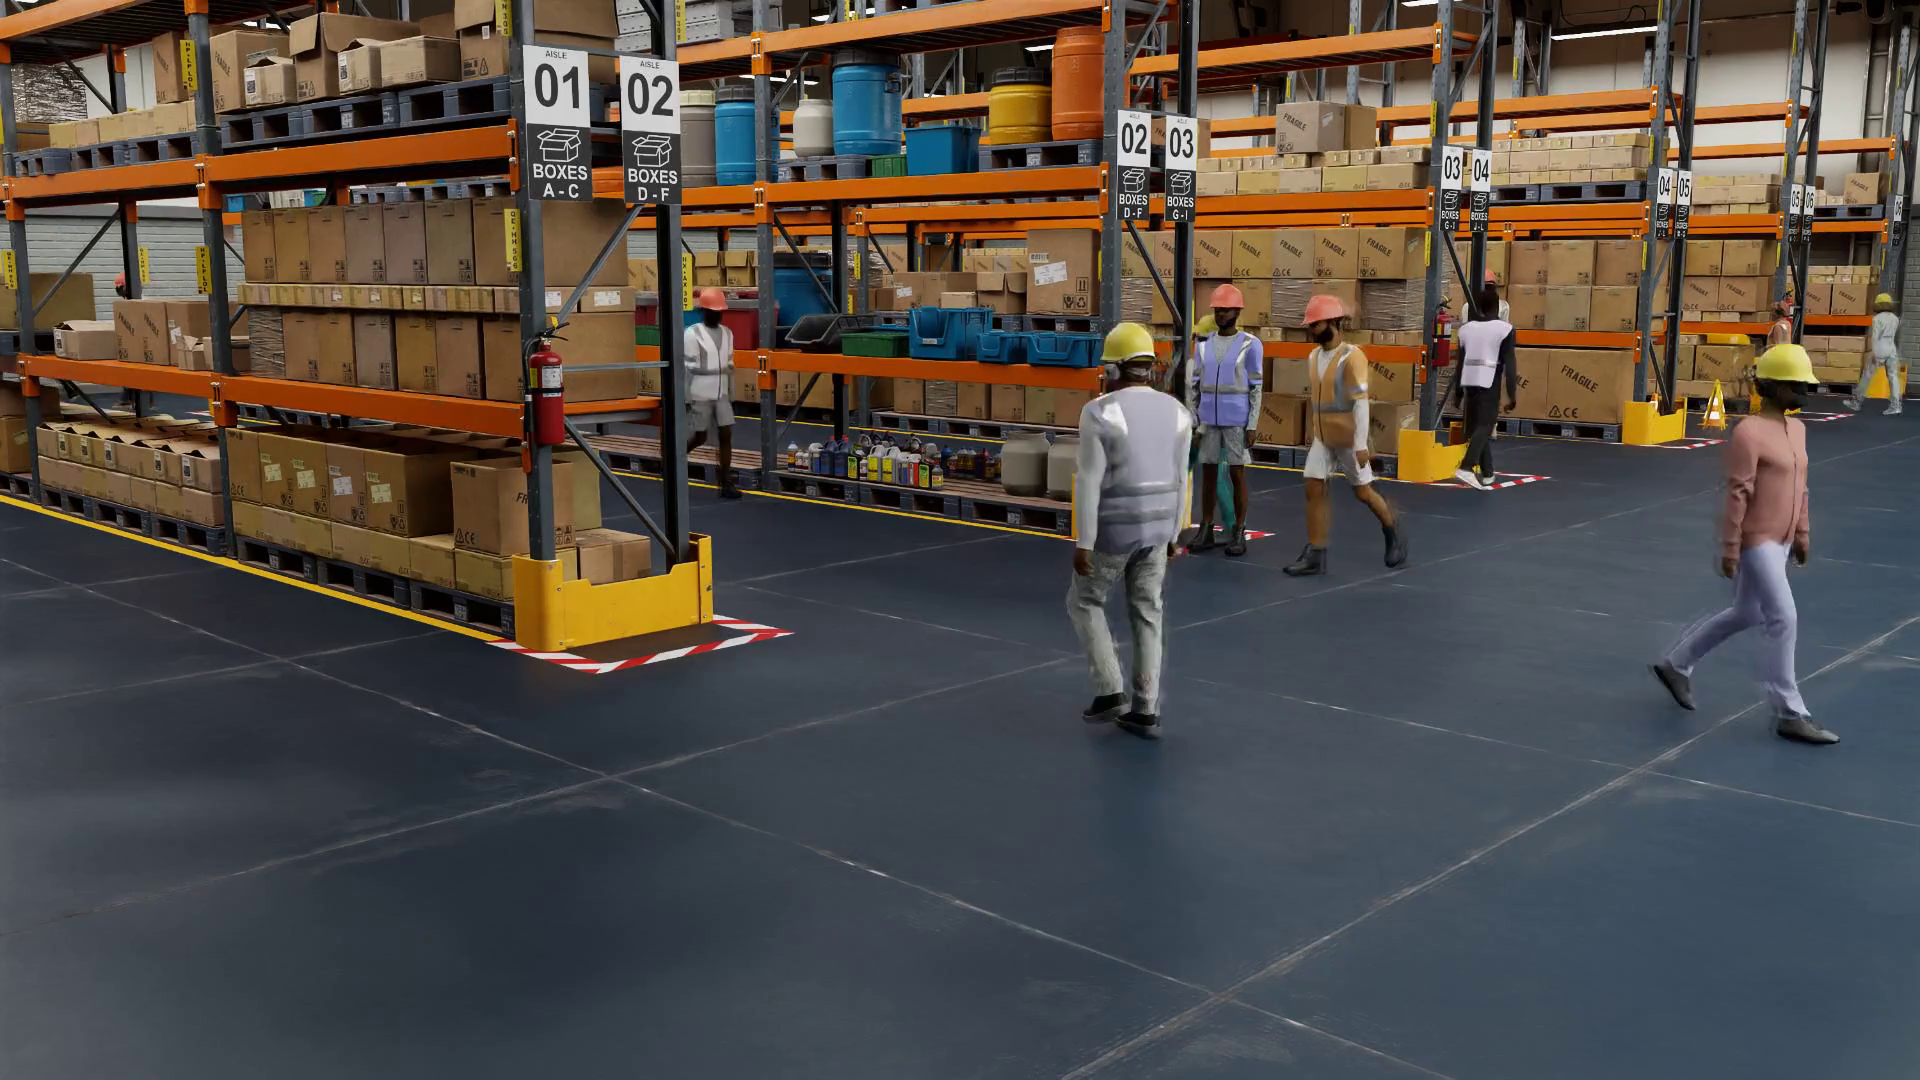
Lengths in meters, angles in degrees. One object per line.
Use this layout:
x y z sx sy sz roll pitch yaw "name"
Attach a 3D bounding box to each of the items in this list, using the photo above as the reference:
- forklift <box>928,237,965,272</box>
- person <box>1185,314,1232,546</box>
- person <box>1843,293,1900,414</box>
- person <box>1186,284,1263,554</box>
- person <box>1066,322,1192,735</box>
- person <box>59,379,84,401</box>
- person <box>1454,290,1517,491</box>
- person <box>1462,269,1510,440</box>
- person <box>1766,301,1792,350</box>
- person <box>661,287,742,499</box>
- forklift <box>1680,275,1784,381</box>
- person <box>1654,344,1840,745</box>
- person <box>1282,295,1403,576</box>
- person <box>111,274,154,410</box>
-0.326 -5.817 39.609 1.129 2.768 1.873 9 13 43 "forklift"
1.758 -0.798 12.279 0.711 1.713 0.534 -5 11 -30 "person"
13.117 -2.653 23.716 0.498 1.692 0.931 -2 10 -14 "person"
1.907 -0.872 12.032 0.546 1.942 0.353 6 11 32 "person"
0.730 -0.045 7.343 0.627 1.813 0.463 -5 11 -30 "person"
-14.005 -3.055 25.492 0.608 1.911 0.997 3 10 15 "person"
4.922 -1.430 15.728 0.920 1.865 0.653 -7 12 -38 "person"
6.278 -2.224 20.004 0.605 2.045 0.379 -2 9 -12 "person"
10.667 -2.296 21.693 0.308 1.639 0.510 7 11 35 "person"
-2.324 -1.338 15.036 0.792 1.903 0.585 8 12 41 "person"
12.480 -3.427 27.053 1.214 2.155 2.313 9 13 43 "forklift"
3.547 -0.019 7.436 0.535 1.730 0.857 -7 12 -39 "person"
2.652 -0.719 11.286 0.962 1.890 0.587 -5 10 -28 "person"
-12.086 -2.852 24.062 0.704 1.970 0.653 -5 11 -29 "person"
